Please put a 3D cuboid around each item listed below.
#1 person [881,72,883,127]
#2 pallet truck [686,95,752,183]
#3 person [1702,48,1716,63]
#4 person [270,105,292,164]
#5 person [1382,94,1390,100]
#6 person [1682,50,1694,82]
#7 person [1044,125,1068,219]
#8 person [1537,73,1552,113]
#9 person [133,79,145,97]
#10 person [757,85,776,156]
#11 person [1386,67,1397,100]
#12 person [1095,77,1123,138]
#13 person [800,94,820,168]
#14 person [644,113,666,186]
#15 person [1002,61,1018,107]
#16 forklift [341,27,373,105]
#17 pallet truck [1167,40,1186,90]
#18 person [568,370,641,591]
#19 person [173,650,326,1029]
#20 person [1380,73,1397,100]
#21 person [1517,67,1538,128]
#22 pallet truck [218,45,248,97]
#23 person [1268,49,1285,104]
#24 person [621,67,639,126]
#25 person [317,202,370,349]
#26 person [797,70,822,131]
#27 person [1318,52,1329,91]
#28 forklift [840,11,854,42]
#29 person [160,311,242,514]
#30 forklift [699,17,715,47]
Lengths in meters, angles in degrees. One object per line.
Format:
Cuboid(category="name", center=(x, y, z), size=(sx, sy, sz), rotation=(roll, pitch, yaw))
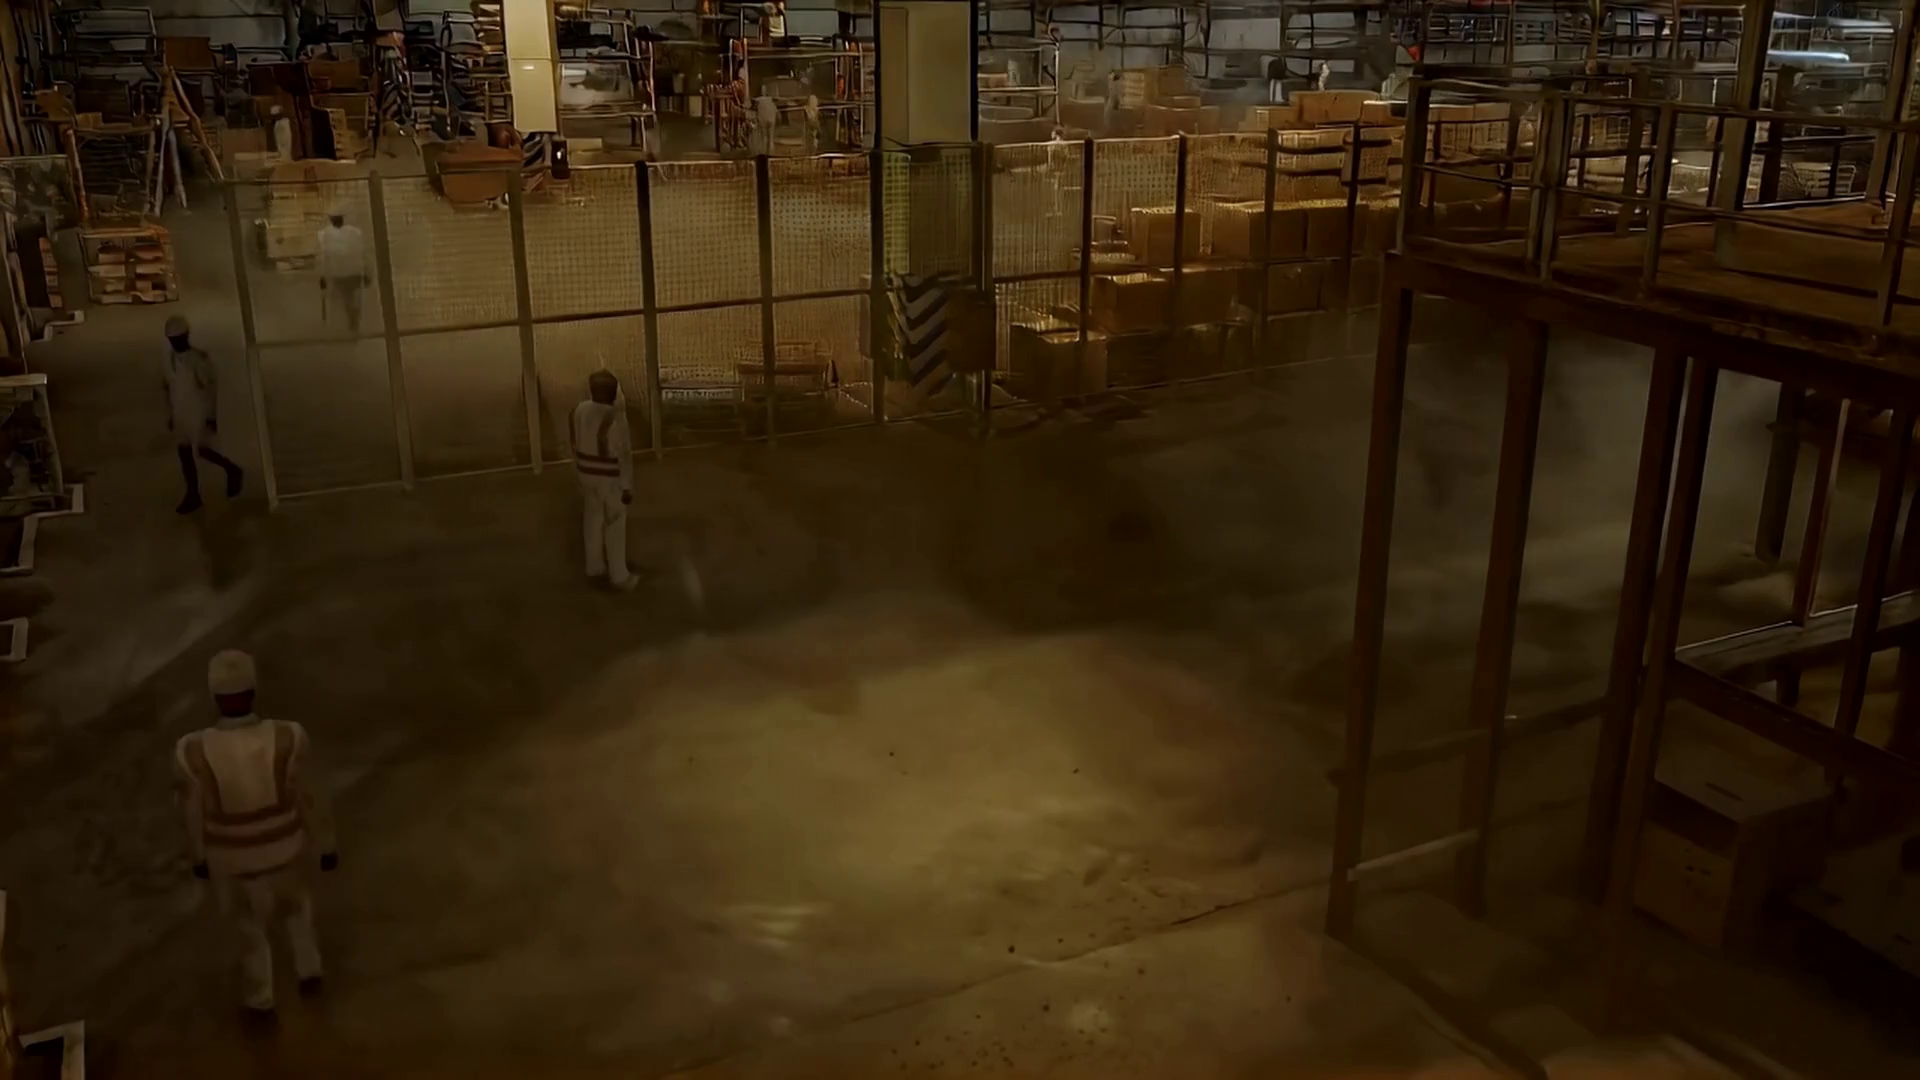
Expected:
Cuboid(category="person", center=(-2.340, -13.974, 52.602), size=(0.373, 1.940, 0.630), rotation=(-13, 23, -33))
Cuboid(category="pallet truck", center=(-5.836, -9.608, 39.856), size=(0.823, 1.965, 1.885), rotation=(10, 22, 27))
Cuboid(category="person", center=(31.435, -19.791, 69.867), size=(0.546, 1.673, 0.657), rotation=(4, 19, 12))
Cuboid(category="person", center=(-15.628, -9.054, 38.379), size=(0.385, 1.915, 0.586), rotation=(1, 19, 3))
Cuboid(category="person", center=(10.570, -10.136, 41.507), size=(0.591, 1.918, 0.386), rotation=(5, 20, 14))
Cuboid(category="person", center=(30.586, -19.787, 69.936), size=(0.529, 1.614, 0.393), rotation=(-4, 19, -11))
Cuboid(category="person", center=(1.948, -7.496, 33.919), size=(0.514, 1.876, 0.328), rotation=(11, 22, 29))
Cuboid(category="person", center=(17.991, -13.416, 51.082), size=(0.368, 1.885, 0.674), rotation=(-9, 21, -25))
Cuboid(category="person", center=(-25.330, -13.407, 51.425), size=(0.524, 1.632, 0.321), rotation=(6, 20, 18))
Cuboid(category="person", center=(-5.169, -11.156, 44.429), size=(0.371, 1.941, 0.627), rotation=(16, 24, 38))
Cuboid(category="person", center=(14.690, -15.291, 56.836), size=(0.709, 1.656, 0.627), rotation=(-7, 20, -19))
Cuboid(category="person", center=(4.493, -12.893, 49.663), size=(0.900, 1.820, 0.554), rotation=(6, 20, 16))
Cuboid(category="person", center=(-3.806, -10.495, 42.659), size=(0.429, 1.846, 0.625), rotation=(12, 22, 30))
Cuboid(category="person", center=(-7.264, -9.186, 39.134), size=(0.847, 1.651, 0.550), rotation=(13, 23, 33))
Cuboid(category="person", center=(1.657, -14.616, 54.307), size=(0.577, 2.000, 0.720), rotation=(2, 19, 6))
Cuboid(category="forklift", center=(-22.275, -17.346, 60.954), size=(1.873, 2.768, 1.129), rotation=(-9, 21, -25))
Cuboid(category="pallet truck", center=(9.045, -19.971, 69.895), size=(0.823, 1.965, 1.885), rotation=(-3, 19, -8))
Cuboid(category="person", center=(-2.906, -0.491, 13.684), size=(0.619, 1.836, 0.431), rotation=(12, 23, 32))
Cuboid(category="person", center=(-3.363, 1.440, 7.931), size=(0.611, 1.935, 0.435), rotation=(-9, 21, -24))
Cuboid(category="person", center=(14.040, -14.455, 54.469), size=(0.546, 1.611, 0.719), rotation=(2, 19, 5))
Cuboid(category="person", center=(18.032, -14.077, 52.929), size=(0.638, 1.922, 0.572), rotation=(4, 19, 12))
Cuboid(category="pallet truck", center=(-28.879, -18.665, 66.111), size=(0.823, 1.965, 1.885), rotation=(-3, 19, -9))
Cuboid(category="person", center=(11.855, -17.349, 62.300), size=(0.612, 1.995, 0.382), rotation=(6, 20, 16))
Cuboid(category="person", center=(-10.518, -14.192, 53.308), size=(0.617, 1.880, 0.945), rotation=(-8, 21, -22))
Cuboid(category="person", center=(-8.381, -3.631, 22.628), size=(0.651, 1.946, 1.027), rotation=(-1, 19, -2))
Cuboid(category="person", center=(-4.758, -13.747, 52.046), size=(0.624, 1.885, 0.657), rotation=(8, 20, 21))
Cuboid(category="person", center=(13.607, -17.307, 62.344), size=(0.340, 1.882, 0.586), rotation=(-5, 20, -13))
Cuboid(category="forklift", center=(-5.664, -25.053, 83.293), size=(1.873, 2.768, 1.129), rotation=(-9, 21, -25))
Cuboid(category="person", center=(-7.214, -1.228, 15.691), size=(0.560, 1.922, 0.622), rotation=(5, 20, 15))
Cuboid(category="forklift", center=(-10.988, -21.312, 72.449), size=(1.873, 2.768, 1.129), rotation=(-9, 21, -25))
